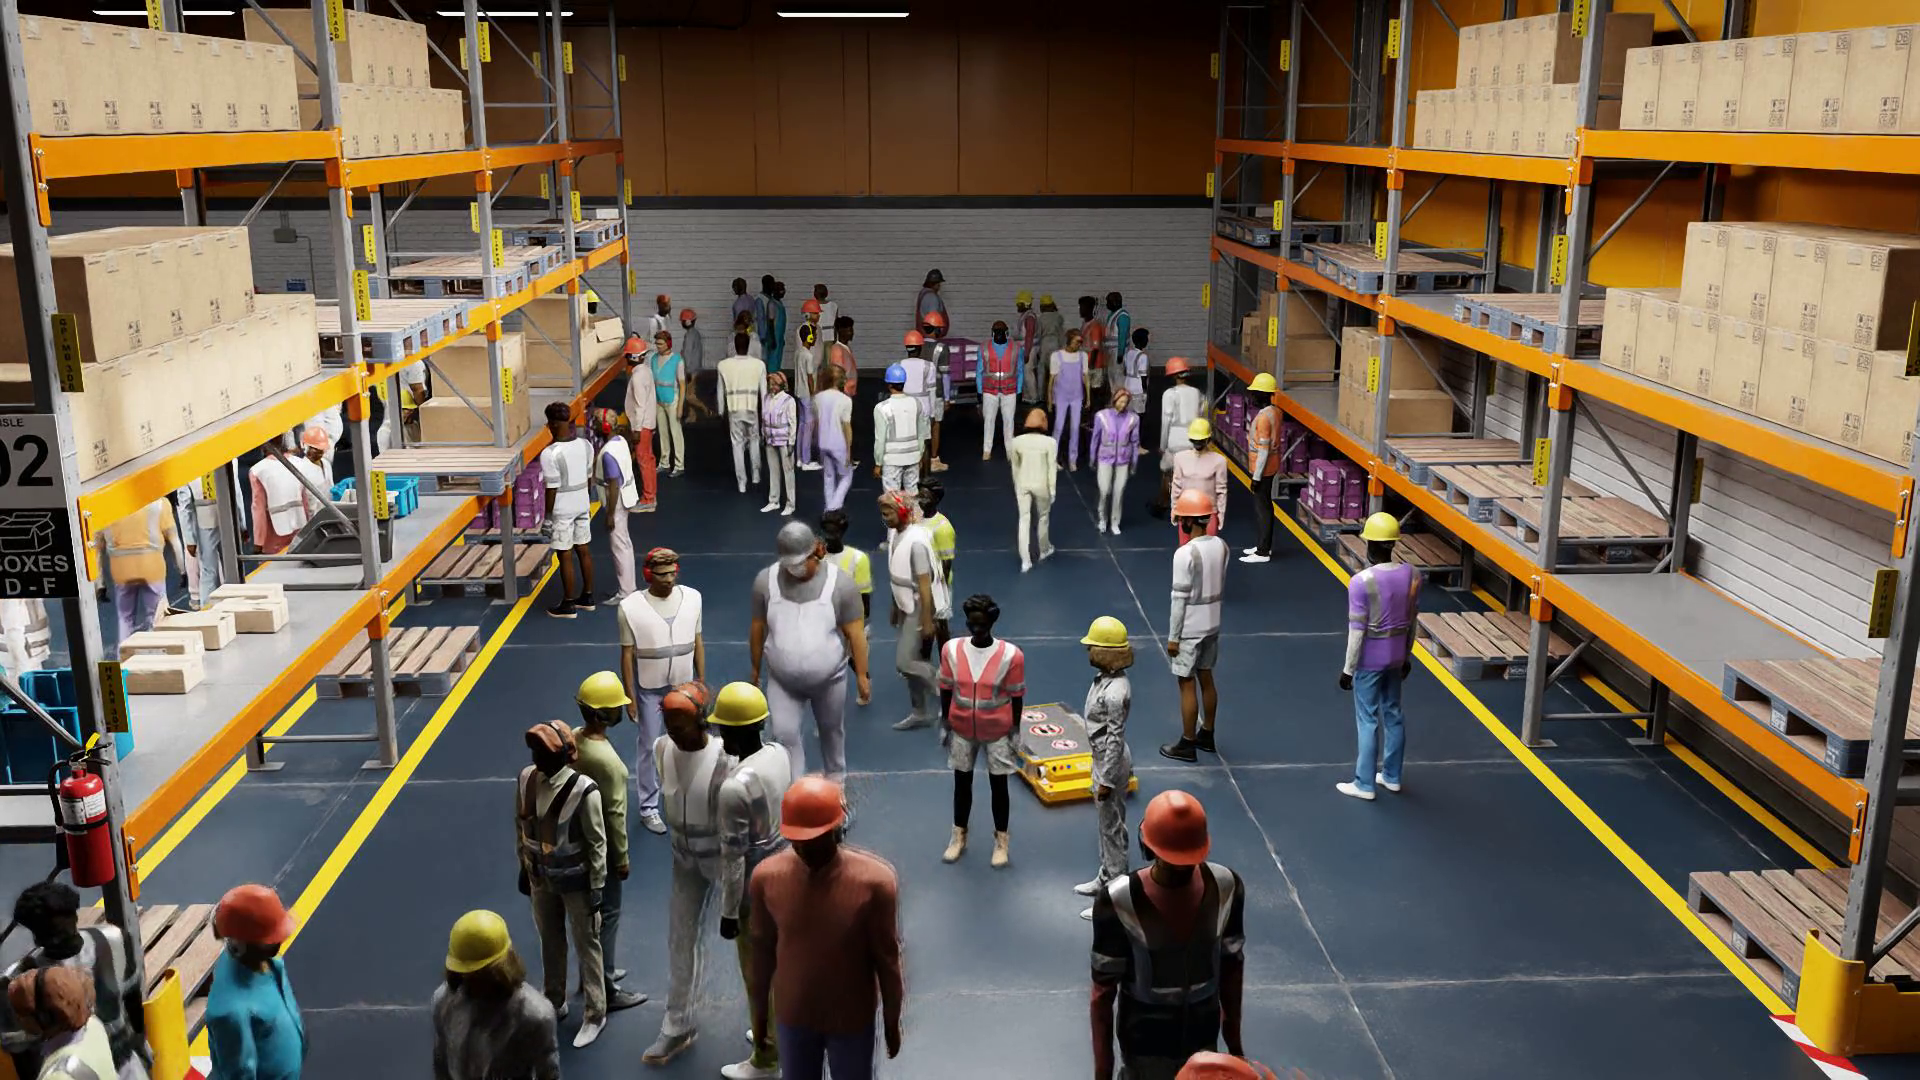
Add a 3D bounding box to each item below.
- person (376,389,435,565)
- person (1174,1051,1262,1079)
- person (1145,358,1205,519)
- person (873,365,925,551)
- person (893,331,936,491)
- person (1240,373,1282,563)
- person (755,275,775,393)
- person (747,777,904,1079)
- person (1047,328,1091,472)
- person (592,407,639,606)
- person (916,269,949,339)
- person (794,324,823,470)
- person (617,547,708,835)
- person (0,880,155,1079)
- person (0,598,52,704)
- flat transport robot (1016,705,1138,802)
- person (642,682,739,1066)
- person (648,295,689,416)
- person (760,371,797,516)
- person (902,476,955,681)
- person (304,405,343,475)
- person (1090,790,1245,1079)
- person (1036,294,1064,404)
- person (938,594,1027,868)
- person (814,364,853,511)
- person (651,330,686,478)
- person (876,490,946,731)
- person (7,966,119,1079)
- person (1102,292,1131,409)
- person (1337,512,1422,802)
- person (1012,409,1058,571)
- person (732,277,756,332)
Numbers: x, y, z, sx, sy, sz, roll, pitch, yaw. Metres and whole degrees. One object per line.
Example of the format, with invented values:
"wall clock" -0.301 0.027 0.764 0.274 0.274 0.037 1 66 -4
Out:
"person" -5.492 -0.593 16.485 0.403 1.824 0.596 4 15 15
"person" 0.654 2.332 4.629 0.899 2.003 0.632 5 15 18
"person" 2.422 -1.064 18.307 0.557 1.834 1.088 -6 16 -24
"person" -0.635 -0.836 17.185 0.605 1.949 0.402 -10 17 -33
"person" -0.556 -1.544 19.993 0.547 1.934 0.376 1 14 2
"person" 3.048 -0.726 16.790 0.359 1.930 0.588 5 15 17
"person" -3.177 -3.384 27.258 0.392 1.914 0.587 3 15 11
"person" -0.533 1.840 6.622 0.634 1.973 0.572 3 15 10
"person" 1.404 -1.766 21.112 0.542 1.817 0.489 -4 15 -15
"person" -3.159 -0.312 15.338 0.374 1.841 0.568 -1 14 -4
"person" -0.437 -3.409 27.100 0.536 2.000 0.699 -5 15 -17
"person" -1.943 -1.818 21.227 0.333 1.860 0.510 -7 16 -25
"person" -1.870 0.926 10.489 0.561 1.838 0.393 -10 17 -34
"person" -3.379 2.050 6.431 0.343 1.659 0.574 9 17 32
"person" -6.162 0.780 10.973 0.346 1.881 0.578 -6 15 -22
"flat transport robot" 0.642 1.439 11.598 0.652 0.197 1.431 -5 15 -19
"person" -1.183 1.533 8.126 0.620 1.840 1.009 8 16 28
"person" -4.391 -2.737 24.848 0.871 1.839 0.580 6 16 24
"person" -2.048 -1.097 18.833 0.511 1.637 0.307 11 18 37
"person" -0.243 0.330 13.102 0.318 1.700 0.535 -10 17 -35
"person" -6.879 -1.025 18.019 0.398 1.908 0.654 -4 15 -16
"person" 0.798 1.892 6.322 0.612 2.030 0.403 -4 15 -15
"person" 1.394 -3.030 26.290 0.508 1.707 0.734 -4 15 -14
"person" 0.123 1.132 9.961 0.539 1.696 0.318 4 15 16
"person" -1.374 -0.988 18.041 0.504 1.826 0.482 8 16 28
"person" -3.647 -1.707 20.825 0.564 1.838 0.390 10 18 36
"person" -0.346 0.523 12.109 0.508 1.810 0.621 -4 15 -17
"person" -3.096 2.238 5.768 0.624 1.615 0.533 -6 15 -21
"person" 2.369 -2.874 25.434 0.429 1.831 0.635 -4 15 -14
"person" 2.736 0.765 10.944 0.594 1.924 0.382 -8 16 -29
"person" 0.758 -0.522 16.648 0.521 1.581 0.789 6 15 21
"person" -3.457 -3.230 26.628 0.370 1.933 0.627 4 15 15
